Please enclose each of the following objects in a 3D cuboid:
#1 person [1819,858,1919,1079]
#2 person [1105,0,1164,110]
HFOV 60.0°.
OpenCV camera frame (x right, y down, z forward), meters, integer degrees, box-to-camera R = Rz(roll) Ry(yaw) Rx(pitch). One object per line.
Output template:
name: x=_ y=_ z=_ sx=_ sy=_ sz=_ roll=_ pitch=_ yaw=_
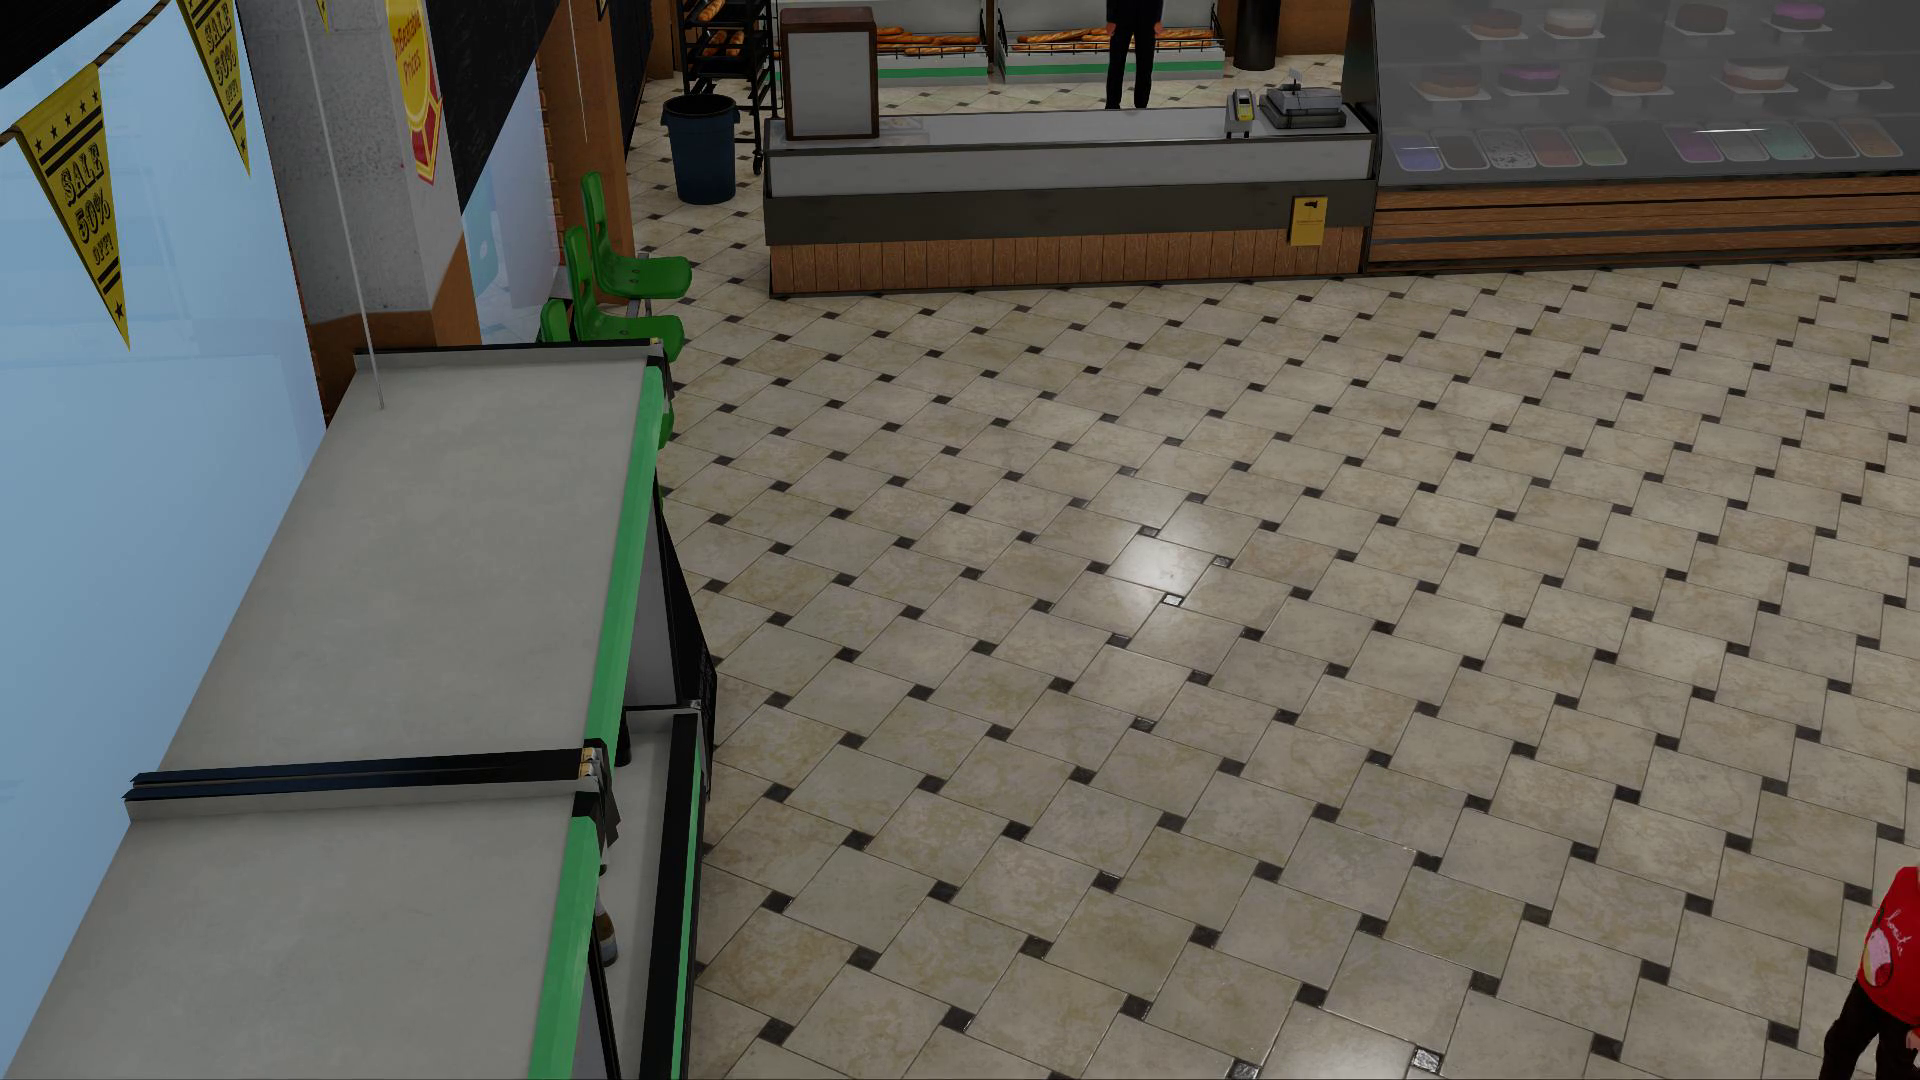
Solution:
person: x=2.876 y=1.371 z=5.016 sx=0.610 sy=1.269 sz=0.760 roll=-6 pitch=32 yaw=-10
person: x=1.418 y=-4.247 z=13.479 sx=0.611 sy=1.868 sz=0.567 roll=-3 pitch=32 yaw=-4
